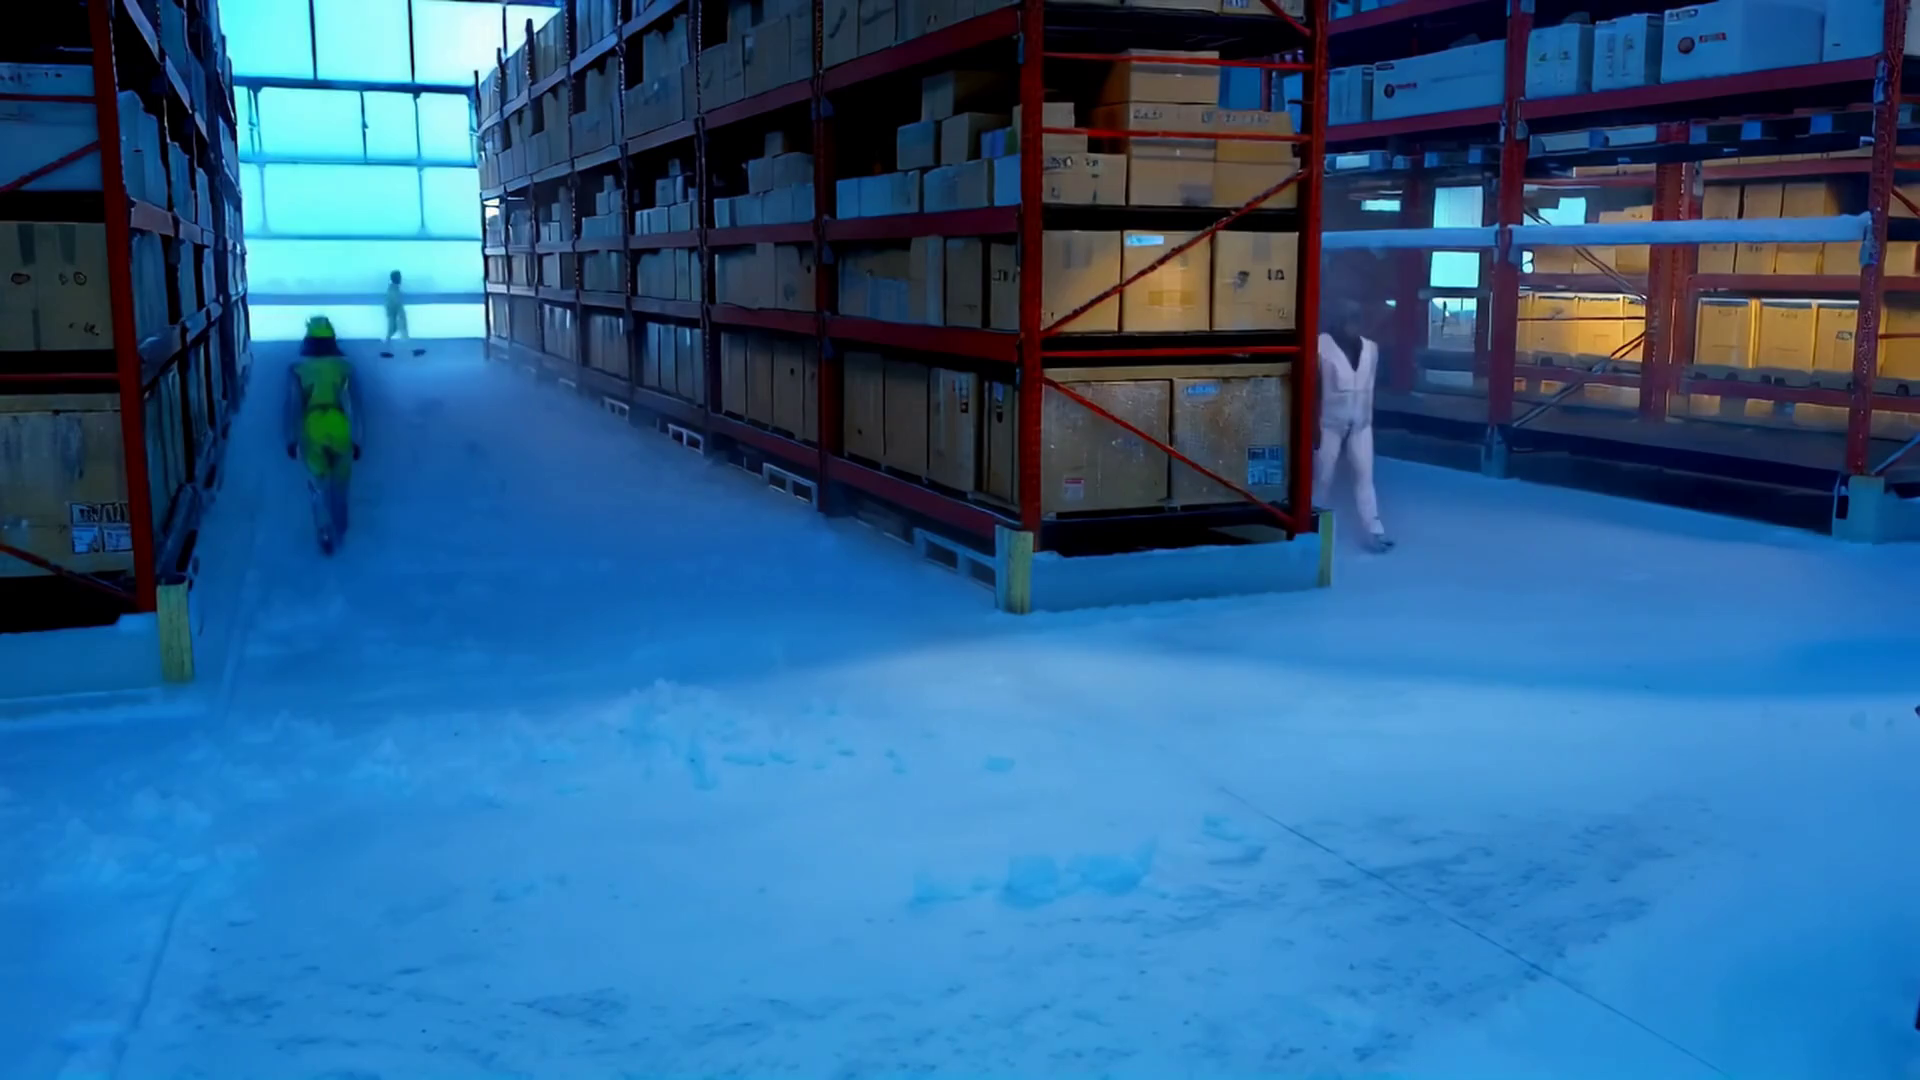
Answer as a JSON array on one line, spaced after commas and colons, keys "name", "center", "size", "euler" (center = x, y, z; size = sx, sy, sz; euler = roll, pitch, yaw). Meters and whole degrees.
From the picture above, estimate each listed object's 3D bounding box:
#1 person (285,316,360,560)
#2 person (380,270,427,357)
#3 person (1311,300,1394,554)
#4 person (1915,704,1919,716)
[{"name": "person", "center": [-4.483, -0.728, 11.750], "size": [0.498, 1.706, 0.870], "euler": [-4, 10, -23]}, {"name": "person", "center": [-12.269, -4.948, 36.445], "size": [1.007, 1.883, 0.648], "euler": [-4, 10, -22]}, {"name": "person", "center": [2.767, -0.794, 11.847], "size": [0.647, 1.795, 0.938], "euler": [-3, 10, -16]}, {"name": "person", "center": [4.601, -0.096, 7.382], "size": [0.651, 1.898, 0.395], "euler": [1, 10, 8]}]
